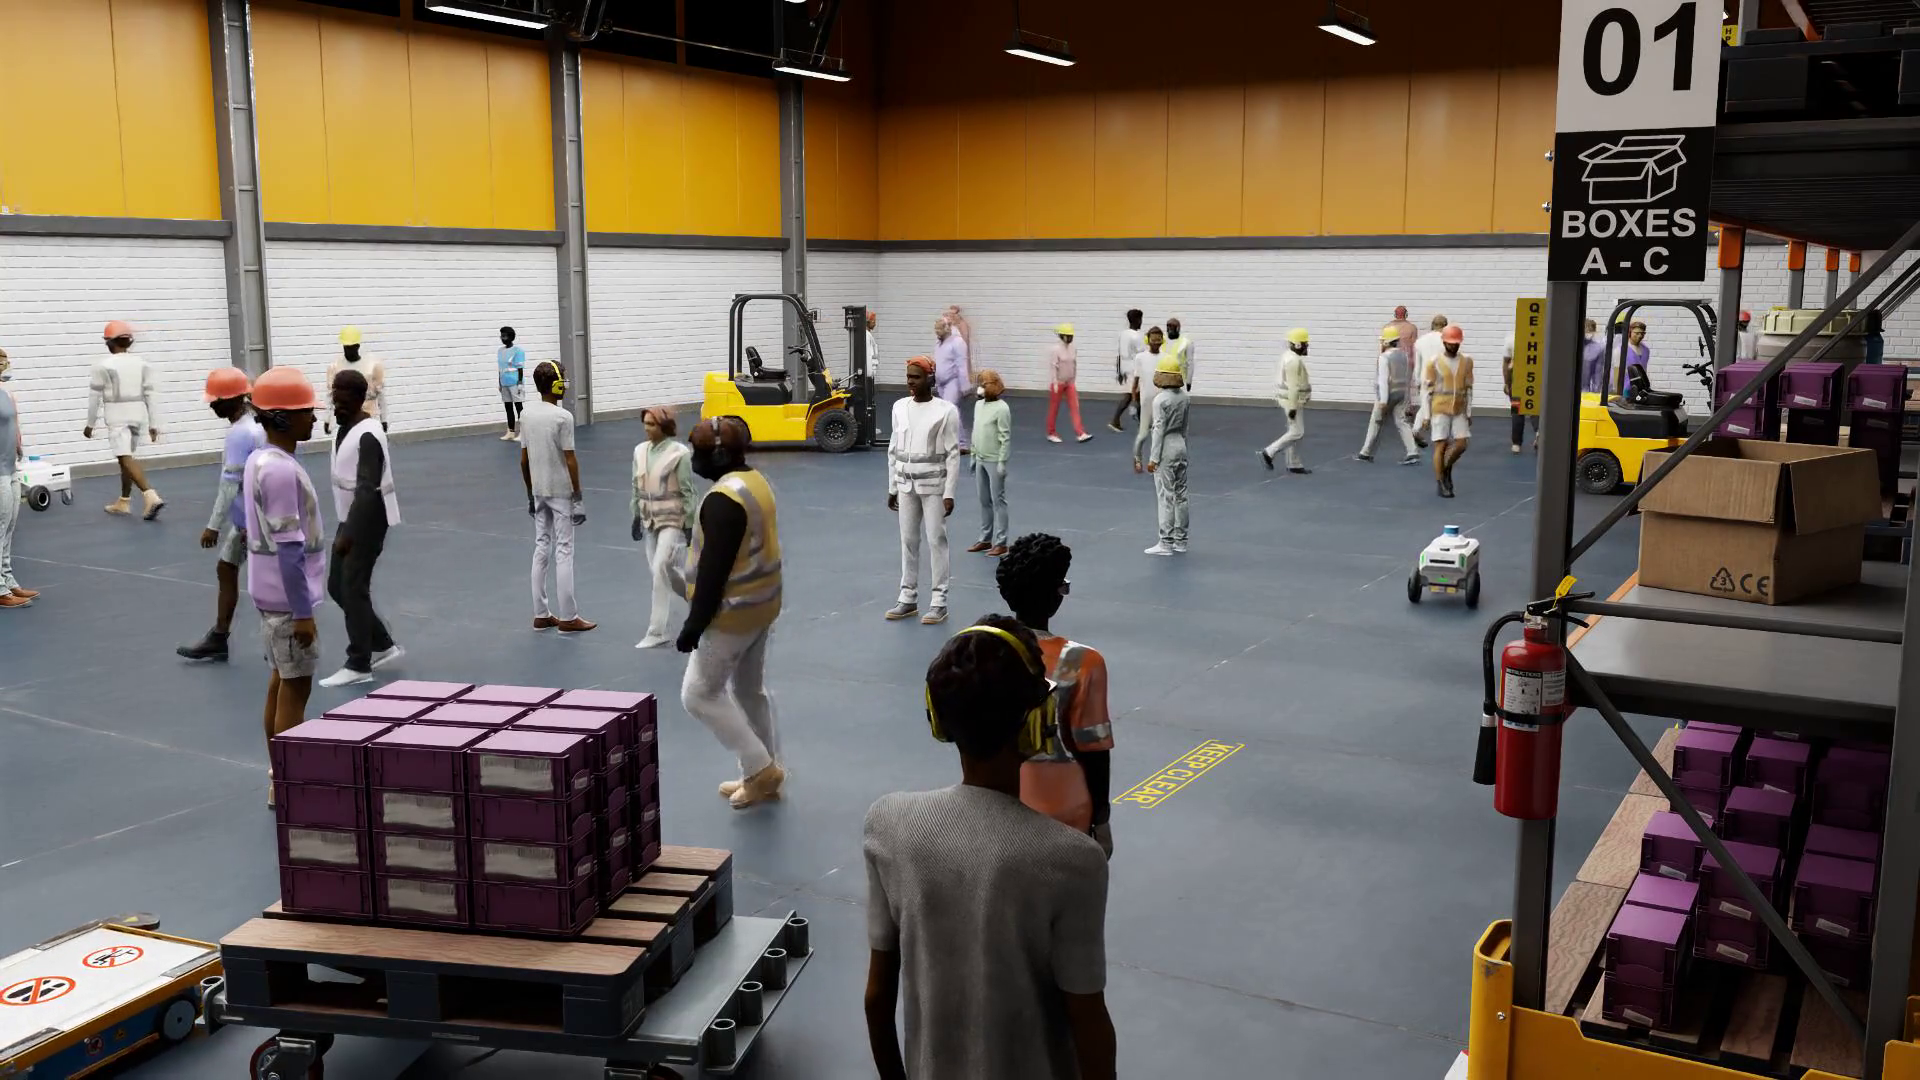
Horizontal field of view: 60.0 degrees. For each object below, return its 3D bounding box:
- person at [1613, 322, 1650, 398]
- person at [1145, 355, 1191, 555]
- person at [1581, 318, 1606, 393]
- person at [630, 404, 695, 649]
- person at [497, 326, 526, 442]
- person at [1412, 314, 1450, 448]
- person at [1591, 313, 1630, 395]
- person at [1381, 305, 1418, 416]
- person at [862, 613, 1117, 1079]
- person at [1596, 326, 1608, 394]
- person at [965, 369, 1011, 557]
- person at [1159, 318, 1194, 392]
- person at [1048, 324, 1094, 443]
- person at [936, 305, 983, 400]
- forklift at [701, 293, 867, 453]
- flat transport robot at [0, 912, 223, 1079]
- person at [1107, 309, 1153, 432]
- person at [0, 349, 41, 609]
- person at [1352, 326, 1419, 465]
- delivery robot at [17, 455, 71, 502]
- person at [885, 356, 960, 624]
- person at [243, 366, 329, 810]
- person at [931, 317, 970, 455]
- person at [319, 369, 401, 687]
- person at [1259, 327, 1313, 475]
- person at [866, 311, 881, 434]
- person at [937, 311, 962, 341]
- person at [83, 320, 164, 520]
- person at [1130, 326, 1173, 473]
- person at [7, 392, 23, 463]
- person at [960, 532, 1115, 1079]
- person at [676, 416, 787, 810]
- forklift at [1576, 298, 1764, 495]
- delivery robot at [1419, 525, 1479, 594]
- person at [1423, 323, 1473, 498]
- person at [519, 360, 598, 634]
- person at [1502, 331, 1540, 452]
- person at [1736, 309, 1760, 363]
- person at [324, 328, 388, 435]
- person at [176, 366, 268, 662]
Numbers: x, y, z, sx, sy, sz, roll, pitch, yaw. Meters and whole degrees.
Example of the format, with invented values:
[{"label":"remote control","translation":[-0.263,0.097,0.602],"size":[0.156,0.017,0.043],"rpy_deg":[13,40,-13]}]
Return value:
[{"label":"person","translation":[8.658,-1.900,21.513],"size":[0.563,1.838,0.390],"rpy_deg":[-5,10,-26]},{"label":"person","translation":[1.815,-0.740,14.562],"size":[0.298,1.745,0.484],"rpy_deg":[8,12,42]},{"label":"person","translation":[7.871,-1.914,21.459],"size":[0.723,1.891,0.765],"rpy_deg":[0,9,-2]},{"label":"person","translation":[-1.931,-0.117,11.122],"size":[0.522,1.614,0.737],"rpy_deg":[7,11,37]},{"label":"person","translation":[-6.570,-2.280,24.344],"size":[0.535,1.693,0.319],"rpy_deg":[6,11,35]},{"label":"person","translation":[6.624,-2.212,23.312],"size":[0.644,1.898,0.881],"rpy_deg":[8,12,39]},{"label":"person","translation":[9.293,-2.276,23.652],"size":[0.601,1.898,0.670],"rpy_deg":[-1,9,-4]},{"label":"person","translation":[7.600,-3.091,28.718],"size":[0.643,1.913,0.411],"rpy_deg":[5,10,30]},{"label":"person","translation":[0.071,1.054,2.963],"size":[0.510,1.877,0.328],"rpy_deg":[5,10,30]},{"label":"person","translation":[9.366,-2.267,24.000],"size":[0.993,1.782,0.625],"rpy_deg":[-4,10,-26]},{"label":"person","translation":[0.256,-0.677,14.513],"size":[0.269,1.631,0.503],"rpy_deg":[-6,11,-33]},{"label":"person","translation":[3.176,-2.416,24.896],"size":[0.638,1.803,0.970],"rpy_deg":[6,11,32]},{"label":"person","translation":[1.555,-2.240,23.942],"size":[0.547,1.721,0.884],"rpy_deg":[-7,11,-35]},{"label":"person","translation":[0.021,-3.589,32.063],"size":[1.005,1.855,0.691],"rpy_deg":[-5,11,-31]},{"label":"forklift","translation":[-2.458,-2.344,23.176],"size":[2.313,2.155,1.214],"rpy_deg":[0,9,-2]},{"label":"flat transport robot","translation":[-2.897,1.508,5.111],"size":[0.652,0.197,1.431],"rpy_deg":[4,10,22]},{"label":"person","translation":[2.656,-2.634,25.827],"size":[0.957,1.929,0.613],"rpy_deg":[-4,10,-24]},{"label":"person","translation":[-7.082,-0.467,12.255],"size":[0.373,1.940,0.630],"rpy_deg":[-3,9,-16]},{"label":"person","translation":[5.545,-1.857,21.408],"size":[0.607,1.788,0.949],"rpy_deg":[-8,12,-40]},{"label":"delivery robot","translation":[-9.666,-0.648,17.395],"size":[0.477,0.478,0.707],"rpy_deg":[2,9,9]},{"label":"person","translation":[-0.271,-0.352,11.714],"size":[0.573,1.883,0.356],"rpy_deg":[6,11,32]},{"label":"person","translation":[-2.986,0.248,7.465],"size":[0.377,2.045,0.605],"rpy_deg":[-5,11,-30]},{"label":"person","translation":[-0.249,-2.035,22.265],"size":[0.934,1.864,0.665],"rpy_deg":[-6,11,-33]},{"label":"person","translation":[-3.618,-0.073,9.933],"size":[0.492,1.894,0.626],"rpy_deg":[-7,11,-37]},{"label":"person","translation":[3.991,-1.676,20.205],"size":[0.580,1.817,0.599],"rpy_deg":[1,9,7]},{"label":"person","translation":[-1.424,-2.572,25.558],"size":[0.356,1.887,0.573],"rpy_deg":[-2,9,-13]},{"label":"person","translation":[-0.183,-2.712,26.505],"size":[0.428,1.866,0.705],"rpy_deg":[3,9,16]},{"label":"person","translation":[-8.322,-1.201,16.668],"size":[1.002,2.008,0.608],"rpy_deg":[5,10,26]},{"label":"person","translation":[2.291,-1.648,19.954],"size":[0.520,1.846,0.807],"rpy_deg":[-1,9,-7]},{"label":"person","translation":[-9.234,-0.868,15.848],"size":[0.895,1.591,0.523],"rpy_deg":[8,12,42]},{"label":"person","translation":[0.222,0.821,4.970],"size":[0.534,1.697,0.318],"rpy_deg":[5,10,30]},{"label":"person","translation":[-1.032,0.347,7.541],"size":[0.447,1.819,0.643],"rpy_deg":[1,9,6]},{"label":"forklift","translation":[7.954,-1.589,18.462],"size":[2.313,2.155,1.214],"rpy_deg":[5,11,30]},{"label":"delivery robot","translation":[3.683,0.133,12.499],"size":[0.477,0.478,0.707],"rpy_deg":[4,9,25]},{"label":"person","translation":[5.350,-1.414,18.231],"size":[0.559,1.914,0.487],"rpy_deg":[-1,9,-7]},{"label":"person","translation":[-2.767,-0.293,11.383],"size":[0.510,1.872,0.328],"rpy_deg":[5,10,30]},{"label":"person","translation":[7.792,-2.219,22.868],"size":[0.685,2.000,0.621],"rpy_deg":[1,9,6]},{"label":"person","translation":[11.833,-2.515,25.117],"size":[0.545,1.921,0.626],"rpy_deg":[-3,10,-17]},{"label":"person","translation":[-6.542,-1.349,17.956],"size":[0.614,1.867,1.010],"rpy_deg":[0,9,1]},{"label":"person","translation":[-4.521,-0.138,10.353],"size":[0.939,1.879,0.556],"rpy_deg":[-3,10,-19]}]
